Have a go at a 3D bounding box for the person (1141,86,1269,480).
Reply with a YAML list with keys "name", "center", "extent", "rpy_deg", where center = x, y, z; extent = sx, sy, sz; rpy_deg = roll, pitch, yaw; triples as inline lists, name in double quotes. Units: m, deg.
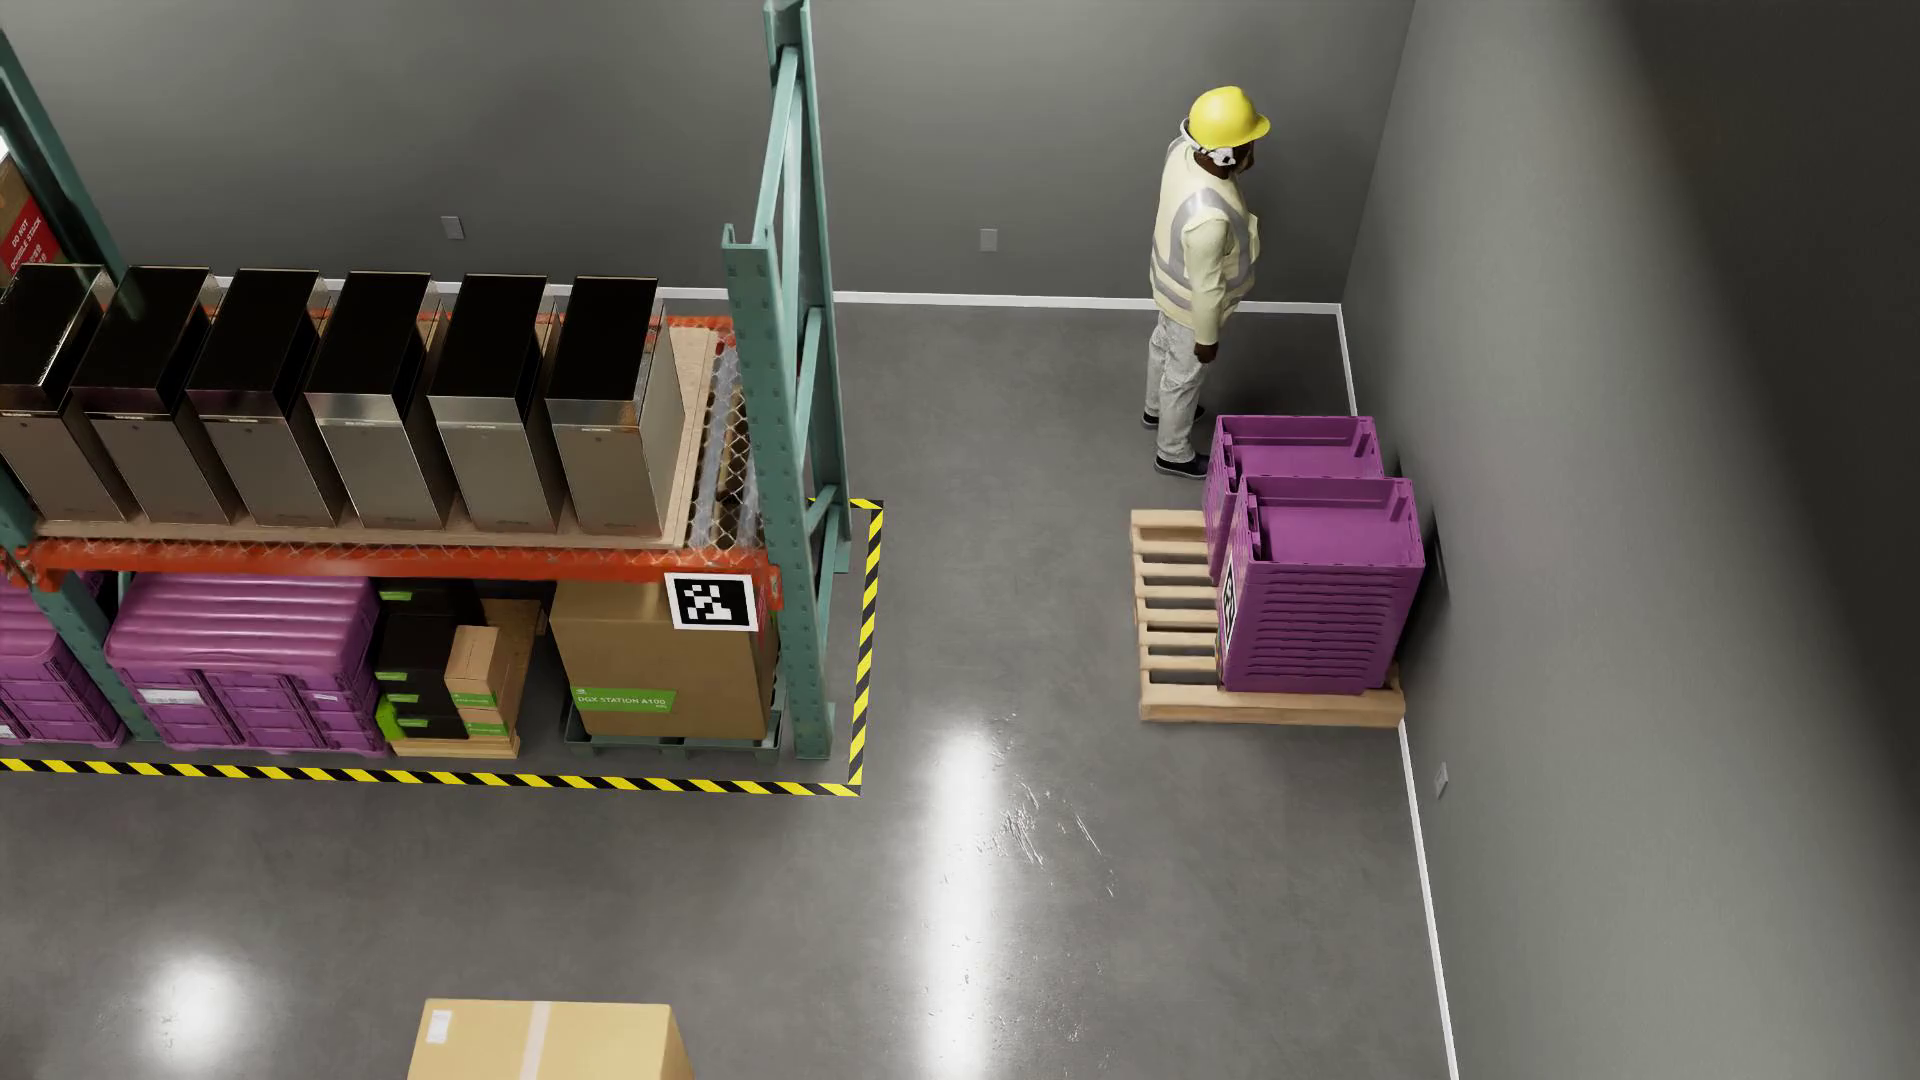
- name: "person"
  center: [0.945, -0.993, 6.538]
  extent: [0.403, 1.837, 0.586]
  rpy_deg: [-4, 52, -3]
